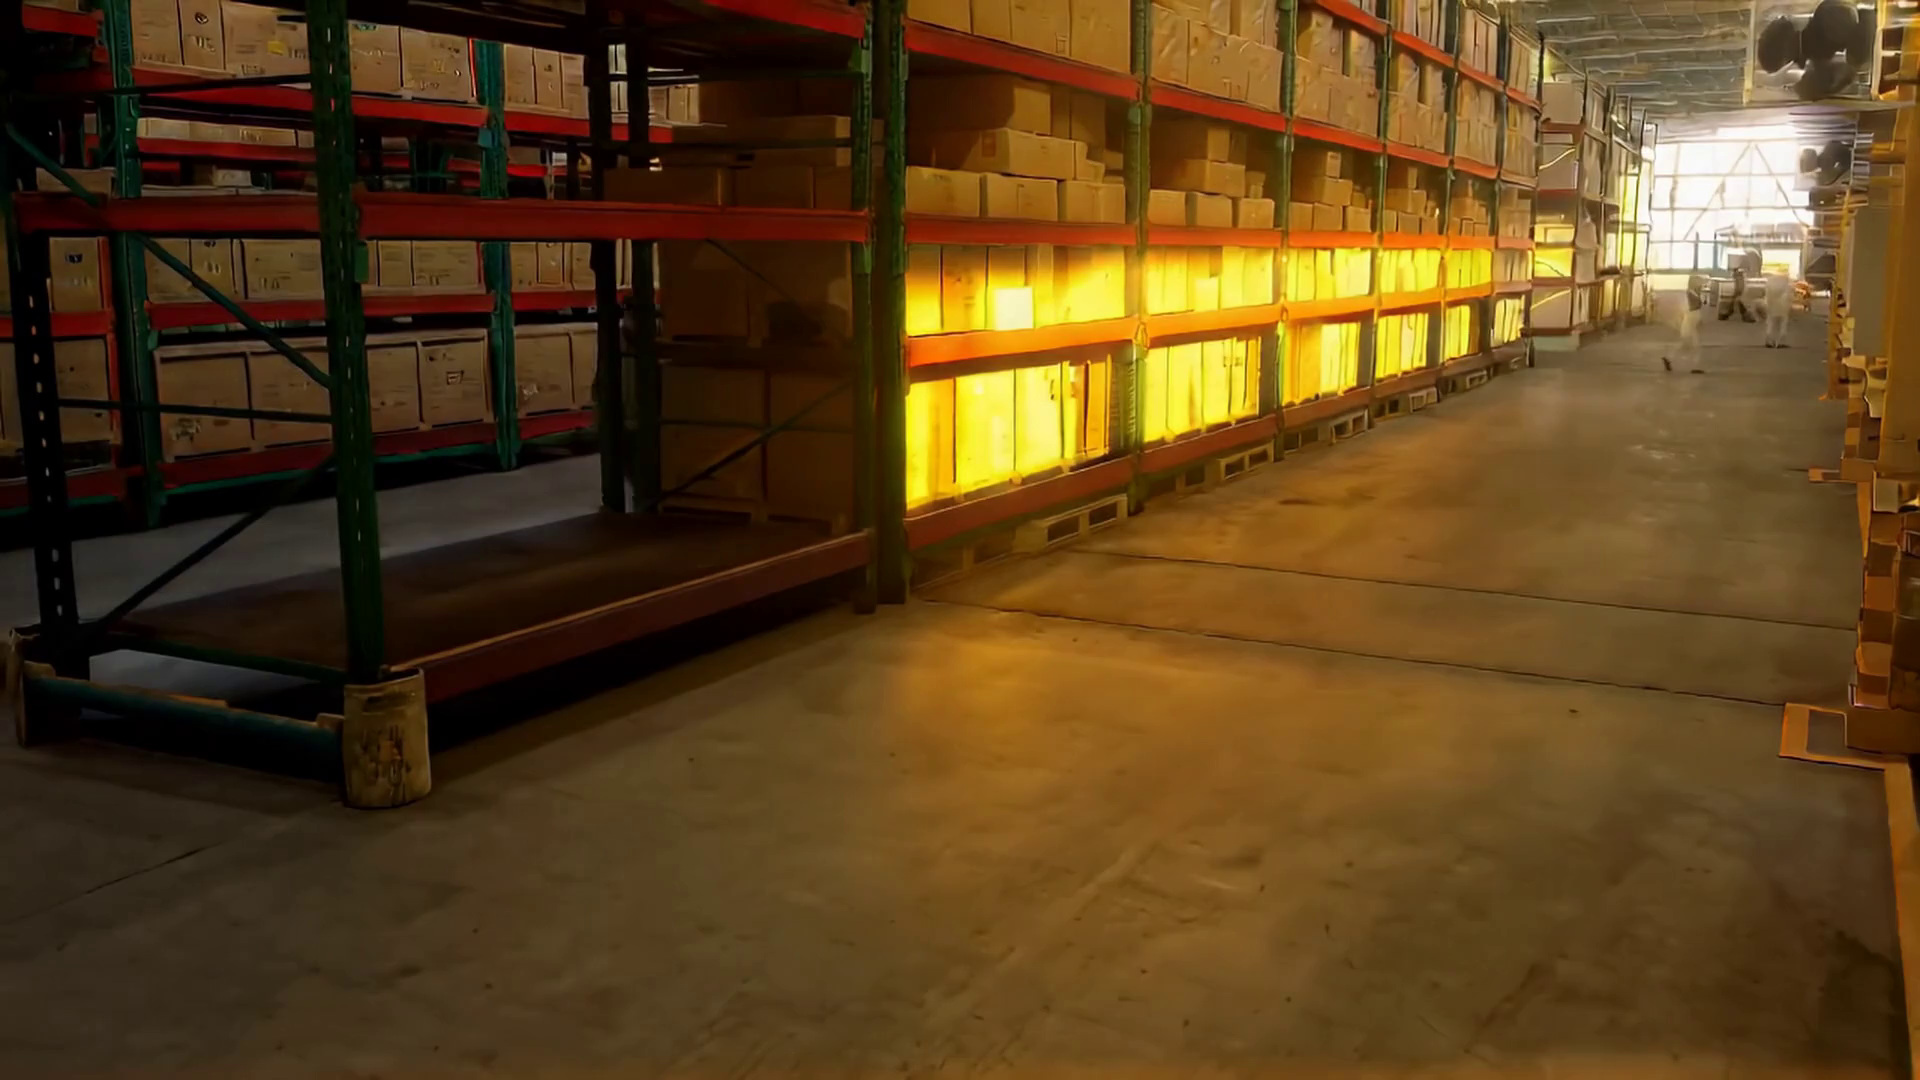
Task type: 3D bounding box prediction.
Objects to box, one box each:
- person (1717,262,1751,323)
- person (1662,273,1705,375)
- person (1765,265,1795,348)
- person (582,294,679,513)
[{"bbox_3d":[24.289,-7.722,51.947,0.565,1.880,1.009,-9,13,-41],"label":"person"},{"bbox_3d":[13.124,-3.907,30.045,0.574,1.818,0.786,-9,13,-43],"label":"person"},{"bbox_3d":[18.929,-5.394,38.401,0.401,1.904,0.651,-8,13,-39],"label":"person"},{"bbox_3d":[-2.416,-0.820,11.999,0.650,1.879,0.812,5,11,27],"label":"person"}]
